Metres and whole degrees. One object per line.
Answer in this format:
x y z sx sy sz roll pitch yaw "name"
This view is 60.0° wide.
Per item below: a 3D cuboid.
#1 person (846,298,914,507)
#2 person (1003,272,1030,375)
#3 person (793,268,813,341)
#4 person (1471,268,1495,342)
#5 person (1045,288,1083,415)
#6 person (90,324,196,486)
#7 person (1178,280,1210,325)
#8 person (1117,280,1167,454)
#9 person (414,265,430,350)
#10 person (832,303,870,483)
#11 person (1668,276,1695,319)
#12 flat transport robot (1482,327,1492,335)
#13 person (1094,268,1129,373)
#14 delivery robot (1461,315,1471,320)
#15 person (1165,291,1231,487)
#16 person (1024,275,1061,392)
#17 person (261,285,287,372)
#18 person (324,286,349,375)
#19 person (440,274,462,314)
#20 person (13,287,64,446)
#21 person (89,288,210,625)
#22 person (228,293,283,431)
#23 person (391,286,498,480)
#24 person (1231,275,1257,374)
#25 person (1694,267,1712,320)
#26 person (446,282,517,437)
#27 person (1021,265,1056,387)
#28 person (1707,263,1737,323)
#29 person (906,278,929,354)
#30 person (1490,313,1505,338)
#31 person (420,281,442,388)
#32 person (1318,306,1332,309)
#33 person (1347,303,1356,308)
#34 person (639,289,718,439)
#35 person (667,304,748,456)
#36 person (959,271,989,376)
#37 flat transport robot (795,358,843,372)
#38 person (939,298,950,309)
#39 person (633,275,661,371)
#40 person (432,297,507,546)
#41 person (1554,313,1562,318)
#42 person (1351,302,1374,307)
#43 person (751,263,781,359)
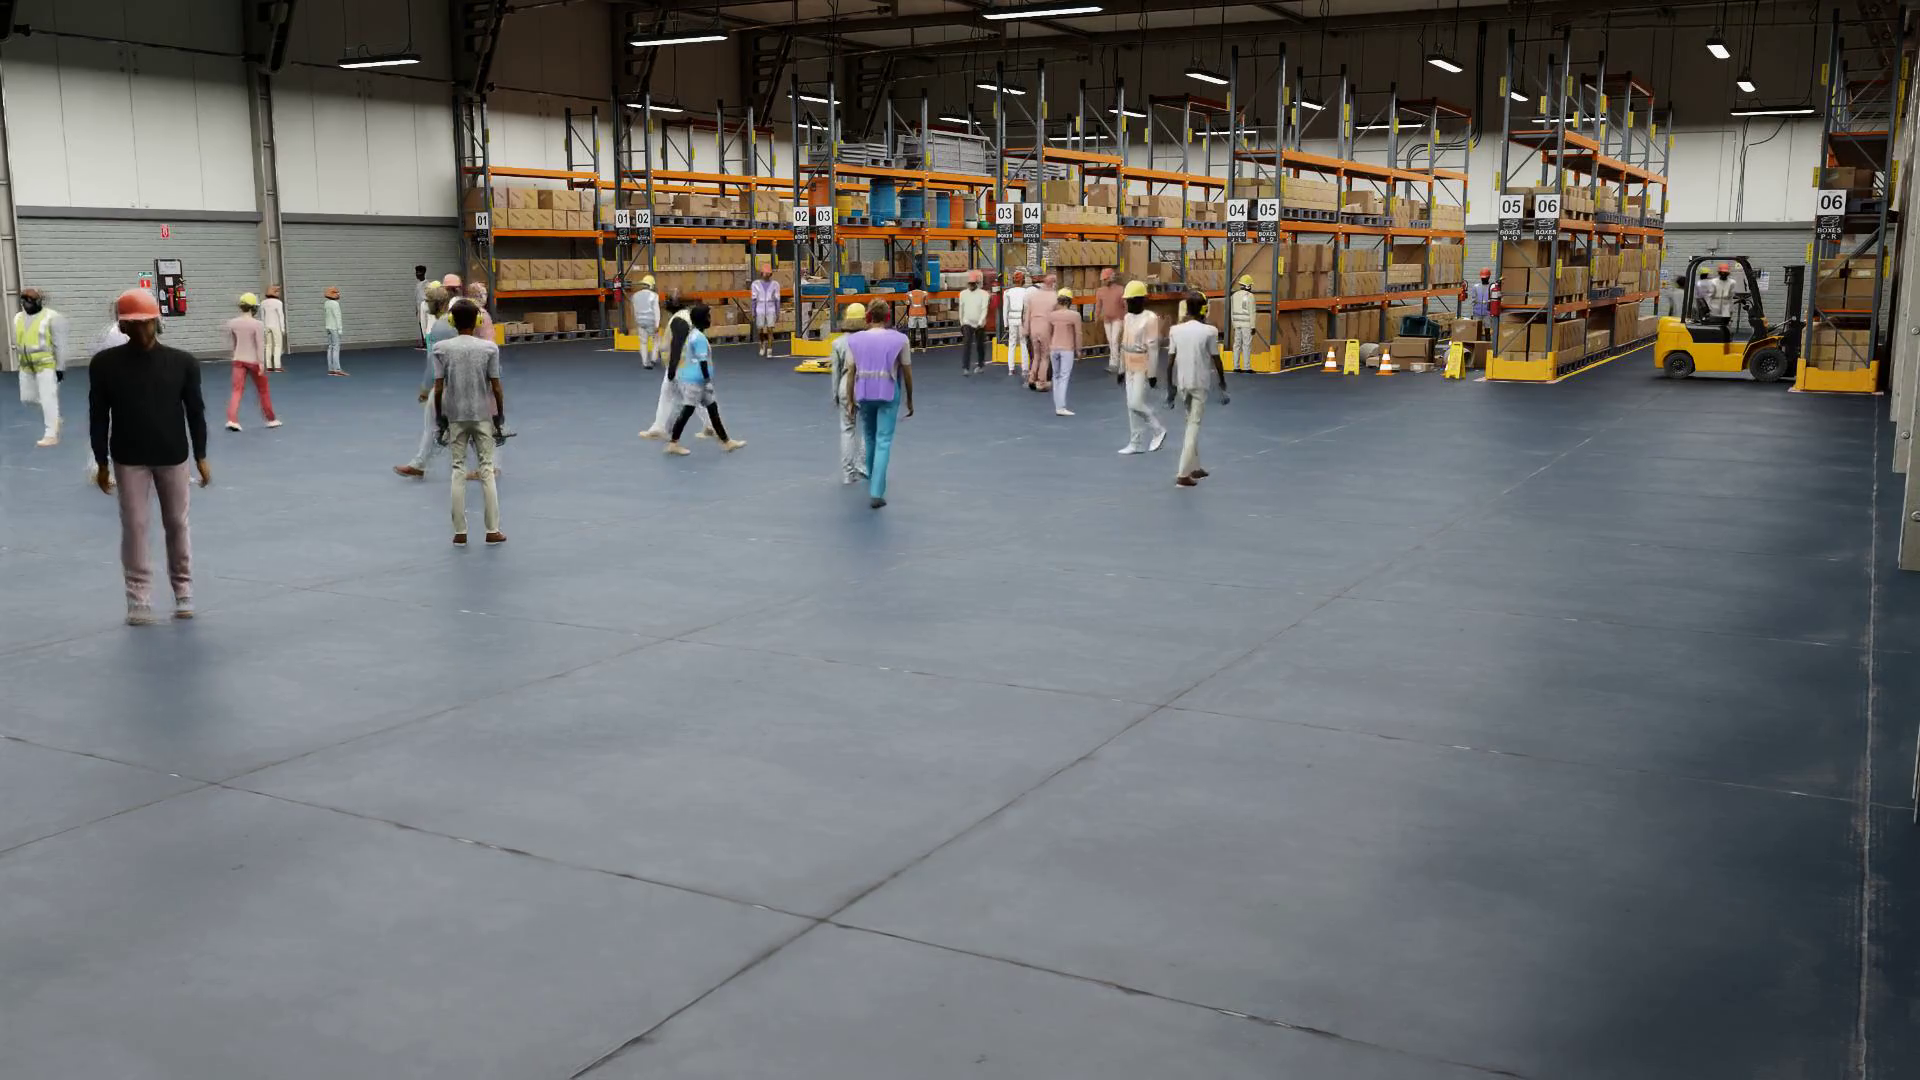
-0.704 -1.220 14.678 0.567 1.796 0.972 2 10 13 "person"
1.078 -3.953 30.443 0.584 1.882 0.347 3 10 18 "person"
-3.612 -5.385 38.758 0.408 1.906 0.653 -7 12 -34 "person"
11.187 -4.849 35.556 0.542 1.931 0.366 6 11 29 "person"
1.415 -2.584 22.902 0.541 1.731 0.607 5 11 29 "person"
-7.805 -1.387 15.674 0.951 1.808 0.645 1 10 3 "person"
3.778 -3.301 26.946 0.519 1.788 1.021 1 10 6 "person"
1.960 -1.881 18.239 0.467 1.915 0.602 -4 11 -23 "person"
-12.454 -5.385 38.584 0.607 1.966 0.367 9 13 43 "person"
-0.983 -1.411 16.015 0.518 1.725 0.476 3 10 16 "person"
13.671 -4.085 31.496 0.564 1.802 0.959 8 12 38 "person"
14.703 -5.760 45.735 0.652 0.197 1.431 4 11 25 "flat transport robot"
2.830 -4.093 31.082 0.644 1.933 0.960 6 11 30 "person"
13.814 -5.923 45.590 0.707 0.478 0.477 -1 10 -7 "delivery robot"
2.294 -1.434 15.824 0.514 1.837 0.829 8 13 40 "person"
1.366 -3.302 26.649 0.665 1.880 0.491 7 12 36 "person"
-12.933 -3.980 31.352 0.501 1.630 0.288 4 10 22 "person"
-11.444 -3.829 30.442 0.279 1.634 0.498 -9 13 -44 "person"
-7.043 -2.770 23.396 0.509 1.923 0.557 1 10 6 "person"
-10.596 -2.001 19.201 0.632 1.829 0.520 2 10 9 "person"
-4.826 -0.501 9.912 0.624 1.992 0.392 -5 11 -28 "person"
-8.919 -2.226 20.828 0.536 1.724 0.902 2 10 12 "person"
-4.993 -1.500 16.082 1.015 1.890 0.647 -2 10 -11 "person"
5.254 -3.969 30.683 0.404 1.833 0.592 -6 12 -33 "person"
18.758 -5.936 41.981 0.589 1.910 0.442 -1 10 -4 "person"
-5.738 -2.110 19.698 0.880 1.875 0.644 -6 11 -31 "person"
1.264 -3.552 27.636 0.684 2.000 0.536 -8 13 -40 "person"
17.259 -5.249 37.701 0.613 1.998 0.982 3 10 18 "person"
-0.953 -5.017 37.215 0.538 1.695 0.320 -1 10 -7 "person"
14.397 -6.189 44.322 0.552 1.620 0.560 -4 11 -23 "person"
-8.636 -3.391 27.496 0.533 1.768 0.310 2 10 9 "person"
9.567 -6.093 43.778 0.514 1.610 0.801 9 13 43 "person"
11.515 -7.070 48.659 0.963 1.903 0.555 5 11 28 "person"
-3.324 -2.084 19.772 0.950 1.798 0.641 -2 10 -9 "person"
-2.803 -1.741 18.150 0.897 1.643 0.546 -2 10 -11 "person"
0.268 -3.961 30.494 0.592 1.911 1.144 2 10 13 "person"
-2.449 -3.333 31.530 0.652 0.197 1.431 6 11 29 "flat transport robot"
-0.502 -8.356 56.983 0.517 1.616 0.394 -4 10 -21 "person"
-5.936 -4.131 31.719 0.589 1.808 0.487 3 10 19 "person"
-3.687 -0.885 12.525 0.531 1.868 0.318 -2 10 -9 "person"
15.643 -6.186 43.602 0.672 1.848 1.013 2 10 12 "person"
10.536 -6.204 43.626 0.592 1.888 0.897 7 12 35 "person"
-4.105 -4.844 35.246 0.631 2.024 0.422 -1 10 -5 "person"
